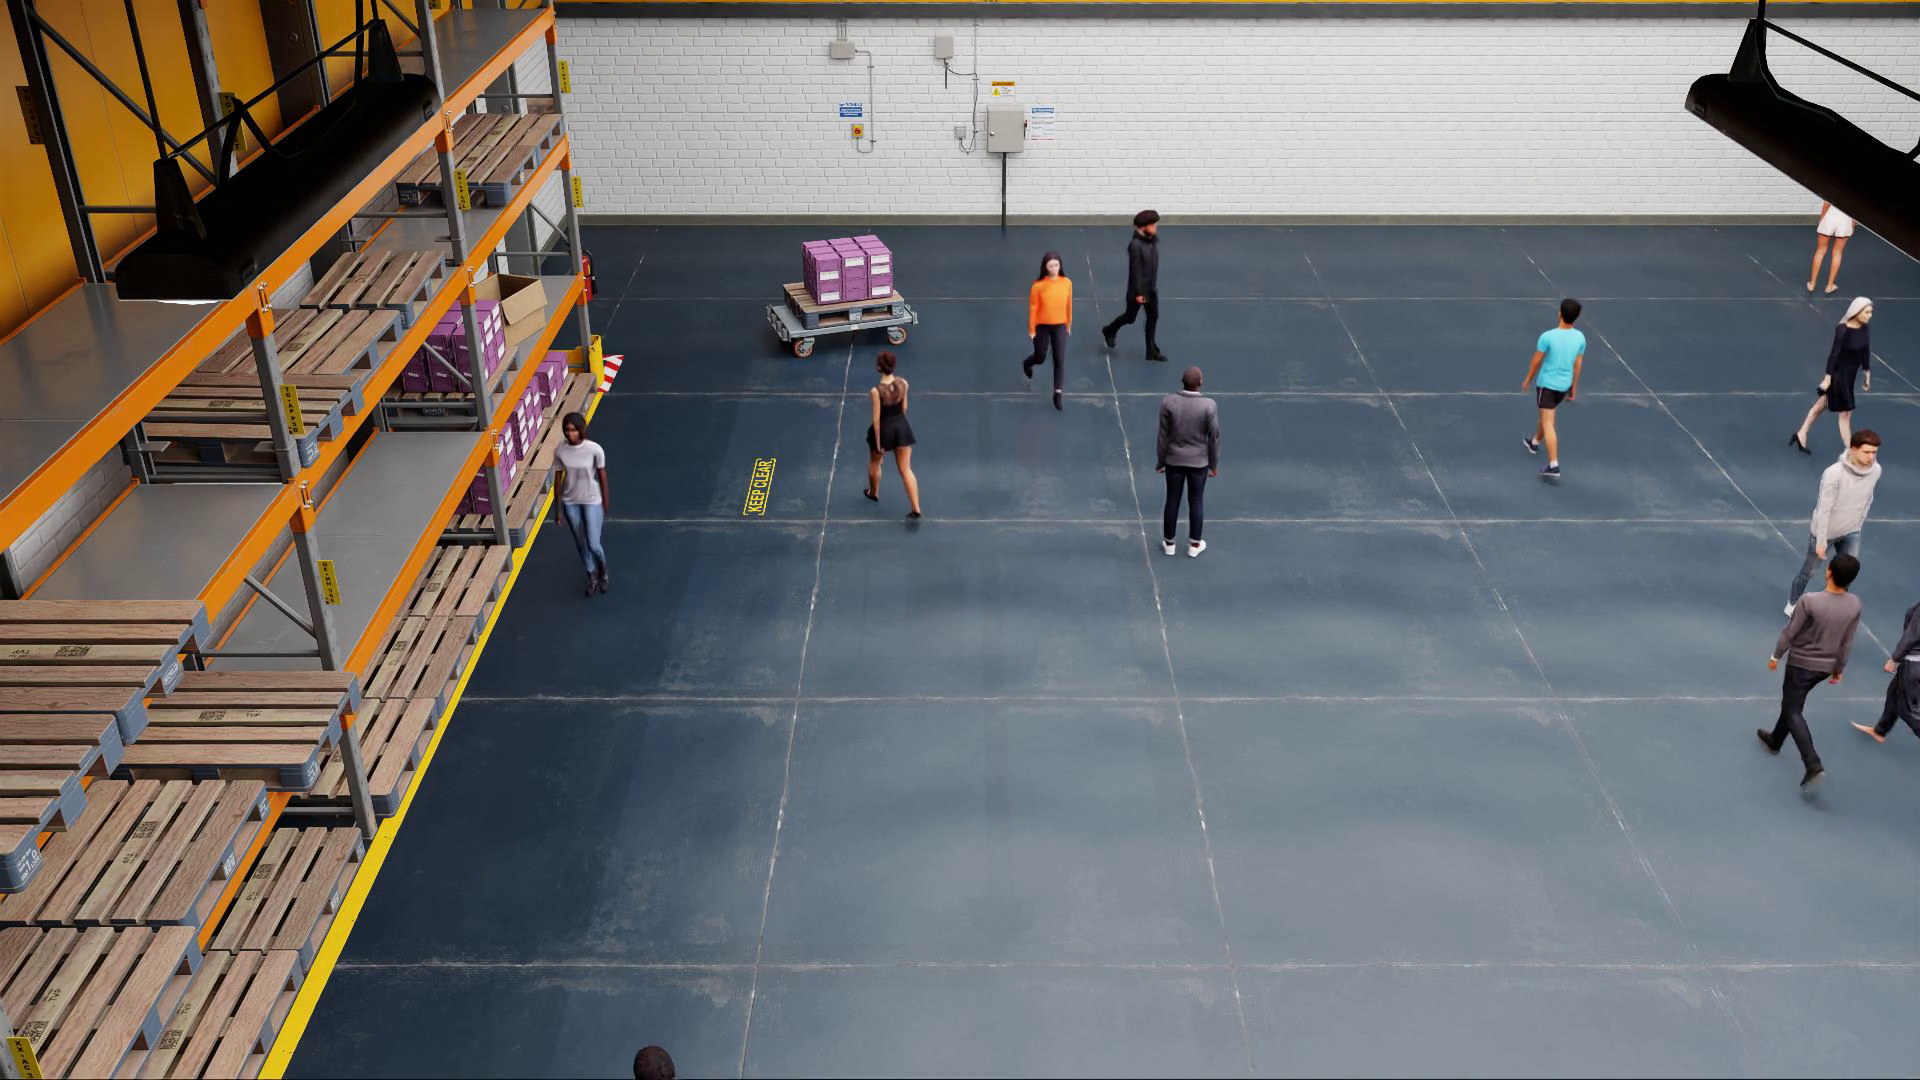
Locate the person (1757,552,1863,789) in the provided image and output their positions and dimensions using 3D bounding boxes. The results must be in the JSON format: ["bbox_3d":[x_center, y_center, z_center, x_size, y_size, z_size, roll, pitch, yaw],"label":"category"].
[{"bbox_3d":[6.114,0.946,11.889,0.733,1.737,1.111,-2,29,-4],"label":"person"}]

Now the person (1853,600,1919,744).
[{"bbox_3d":[7.026,0.891,12.028,0.966,1.701,1.132,-19,34,-31],"label":"person"}]

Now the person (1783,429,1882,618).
[{"bbox_3d":[7.175,-0.121,13.747,0.749,1.832,0.837,-4,29,-7],"label":"person"}]

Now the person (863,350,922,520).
[{"bbox_3d":[-0.593,-0.947,15.468,0.930,1.634,1.182,-15,32,-25],"label":"person"}]

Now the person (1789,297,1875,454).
[{"bbox_3d":[8.718,-1.616,16.611,0.934,1.713,1.151,-16,32,-27],"label":"person"}]

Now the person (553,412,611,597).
[{"bbox_3d":[-3.215,-0.332,14.264,0.607,1.707,0.622,2,29,4],"label":"person"}]

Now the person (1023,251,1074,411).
[{"bbox_3d":[0.922,-2.288,17.836,0.849,1.720,1.122,-10,30,-18],"label":"person"}]

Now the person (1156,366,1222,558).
[{"bbox_3d":[2.019,-0.691,14.807,0.775,1.817,0.688,7,29,13],"label":"person"}]

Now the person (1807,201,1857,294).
[{"bbox_3d":[11.025,-3.967,20.939,0.661,1.696,0.690,16,33,27],"label":"person"}]

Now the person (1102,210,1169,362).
[{"bbox_3d":[2.001,-2.890,18.901,1.126,1.757,1.074,24,37,37],"label":"person"}]

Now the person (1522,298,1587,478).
[{"bbox_3d":[5.844,-1.449,16.288,0.734,1.731,1.186,-3,29,-6],"label":"person"}]
